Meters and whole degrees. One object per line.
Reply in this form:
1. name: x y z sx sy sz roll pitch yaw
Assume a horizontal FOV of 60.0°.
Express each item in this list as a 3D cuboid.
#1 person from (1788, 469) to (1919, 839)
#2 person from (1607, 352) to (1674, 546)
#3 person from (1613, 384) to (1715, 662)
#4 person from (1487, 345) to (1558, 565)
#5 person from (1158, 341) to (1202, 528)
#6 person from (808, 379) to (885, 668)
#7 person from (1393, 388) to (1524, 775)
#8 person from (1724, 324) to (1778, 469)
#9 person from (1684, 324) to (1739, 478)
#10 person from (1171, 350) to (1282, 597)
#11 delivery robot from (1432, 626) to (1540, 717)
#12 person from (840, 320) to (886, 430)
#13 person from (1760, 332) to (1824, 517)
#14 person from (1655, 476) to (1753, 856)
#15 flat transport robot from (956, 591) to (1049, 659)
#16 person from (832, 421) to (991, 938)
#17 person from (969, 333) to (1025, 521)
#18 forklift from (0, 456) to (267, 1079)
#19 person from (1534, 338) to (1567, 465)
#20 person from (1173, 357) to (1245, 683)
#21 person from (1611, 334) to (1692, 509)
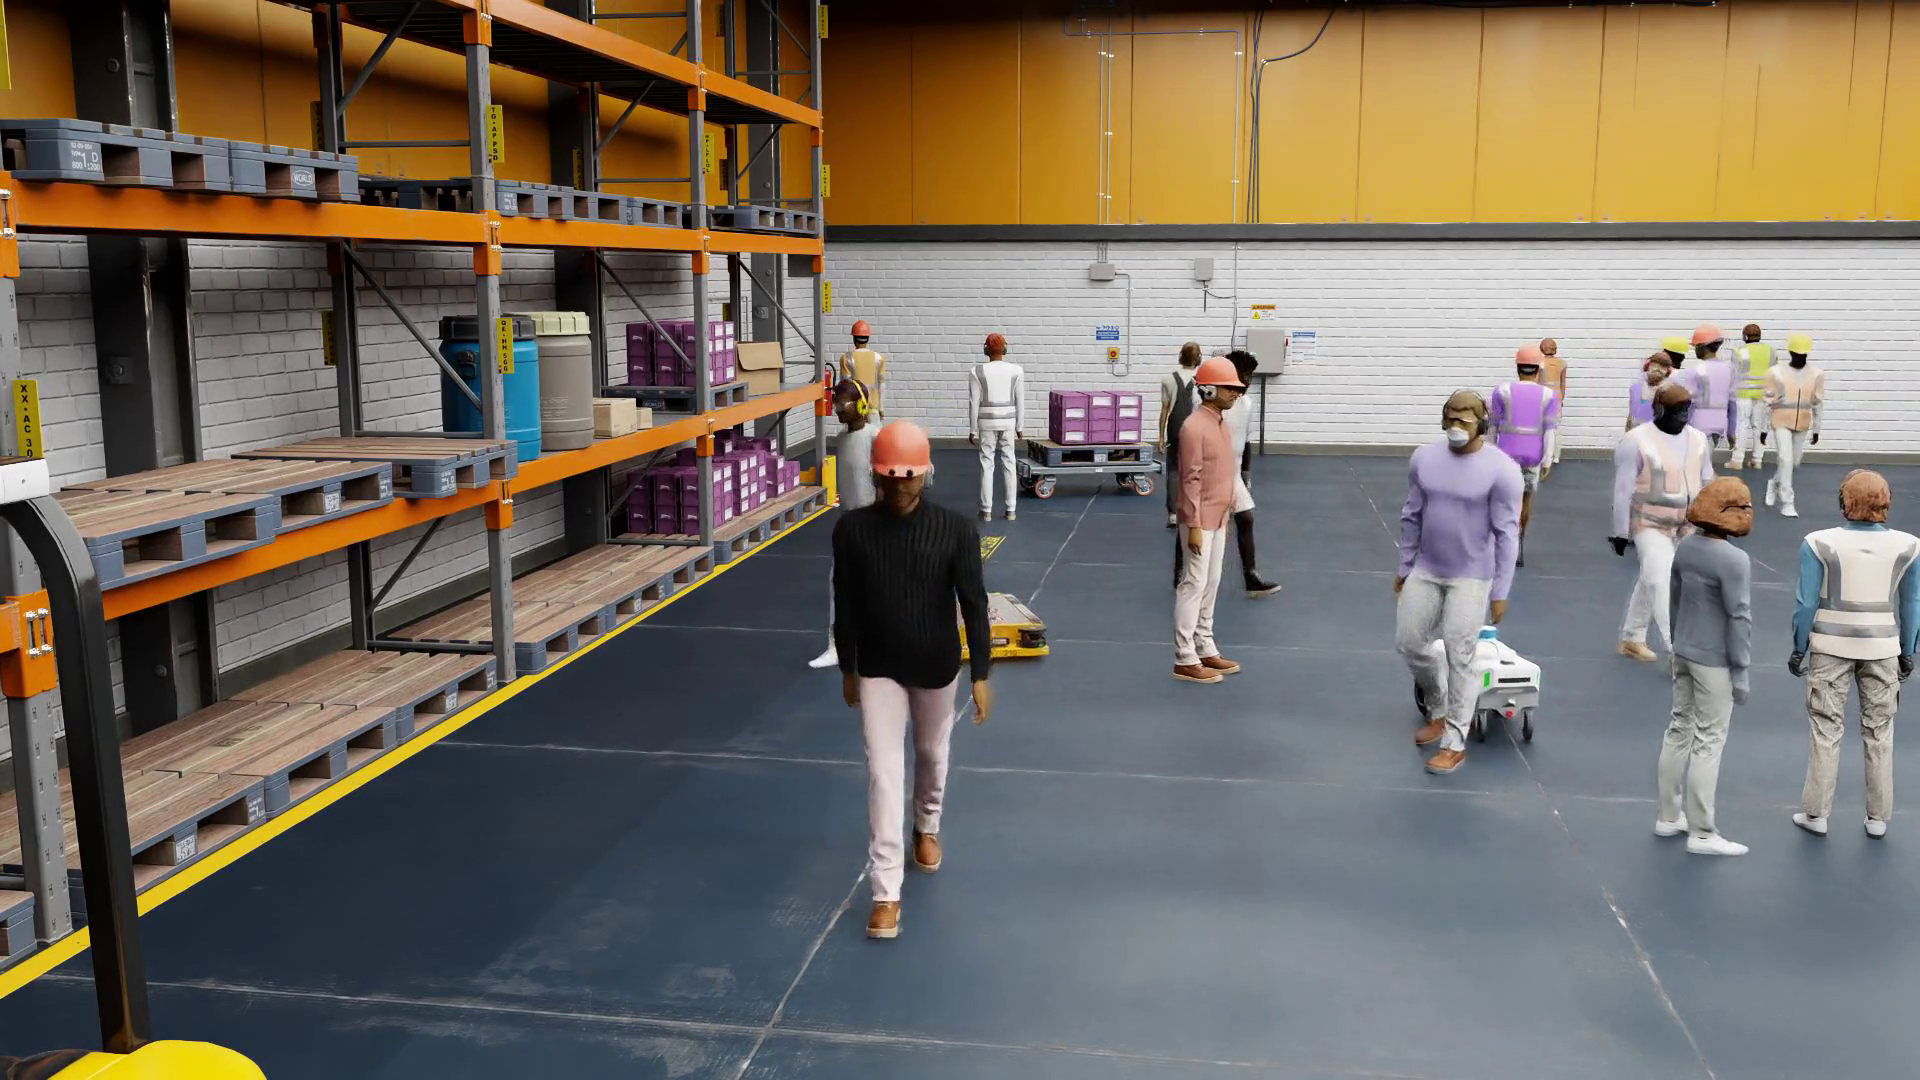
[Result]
1. person: 3.947 0.508 7.353 0.522 1.638 0.311 2 9 12
2. person: 6.137 -0.788 14.867 0.389 1.798 0.773 -2 9 -14
3. person: 4.457 -0.064 10.379 0.644 1.793 0.946 -3 10 -18
4. person: 4.838 -0.738 14.337 0.545 1.881 1.042 1 9 8
5. person: 2.175 -0.974 15.874 0.551 1.835 0.434 3 10 16
6. person: -0.572 -0.121 10.634 0.838 1.838 0.504 -9 13 -43
7. person: 2.481 0.196 8.371 0.490 1.927 0.685 -8 12 -40
8. person: 9.972 -1.808 21.033 0.620 1.837 0.429 -1 9 -9
9. person: 7.292 -1.089 16.129 0.612 2.006 0.996 -4 10 -23
10. person: 2.038 -0.494 12.747 0.641 1.900 0.850 -6 11 -31
11. delivery robot: 2.875 0.715 9.121 0.477 0.478 0.707 -1 9 -9
12. person: -1.125 -1.536 19.037 0.543 1.939 0.360 -4 10 -21
13. person: 8.587 -1.212 17.235 0.589 1.886 0.864 0 9 3
14. person: 3.240 0.535 7.200 0.266 1.632 0.506 -1 9 -6
15. flat transport robot: 0.127 0.554 11.274 0.652 0.197 1.431 -2 9 -10
16. person: -0.190 0.481 6.603 0.636 1.942 1.043 1 9 4
17. person: 0.363 -1.126 16.678 0.576 1.885 0.355 -2 9 -12
18. forklift: -2.328 0.975 2.765 2.313 2.155 1.214 1 9 9
19. person: 7.581 -1.782 21.476 0.515 1.638 0.315 -2 10 -15
20. person: 1.528 -0.126 10.210 0.400 1.990 0.617 5 11 29
21. person: 7.065 -1.155 16.891 0.976 1.874 0.586 -4 10 -25
